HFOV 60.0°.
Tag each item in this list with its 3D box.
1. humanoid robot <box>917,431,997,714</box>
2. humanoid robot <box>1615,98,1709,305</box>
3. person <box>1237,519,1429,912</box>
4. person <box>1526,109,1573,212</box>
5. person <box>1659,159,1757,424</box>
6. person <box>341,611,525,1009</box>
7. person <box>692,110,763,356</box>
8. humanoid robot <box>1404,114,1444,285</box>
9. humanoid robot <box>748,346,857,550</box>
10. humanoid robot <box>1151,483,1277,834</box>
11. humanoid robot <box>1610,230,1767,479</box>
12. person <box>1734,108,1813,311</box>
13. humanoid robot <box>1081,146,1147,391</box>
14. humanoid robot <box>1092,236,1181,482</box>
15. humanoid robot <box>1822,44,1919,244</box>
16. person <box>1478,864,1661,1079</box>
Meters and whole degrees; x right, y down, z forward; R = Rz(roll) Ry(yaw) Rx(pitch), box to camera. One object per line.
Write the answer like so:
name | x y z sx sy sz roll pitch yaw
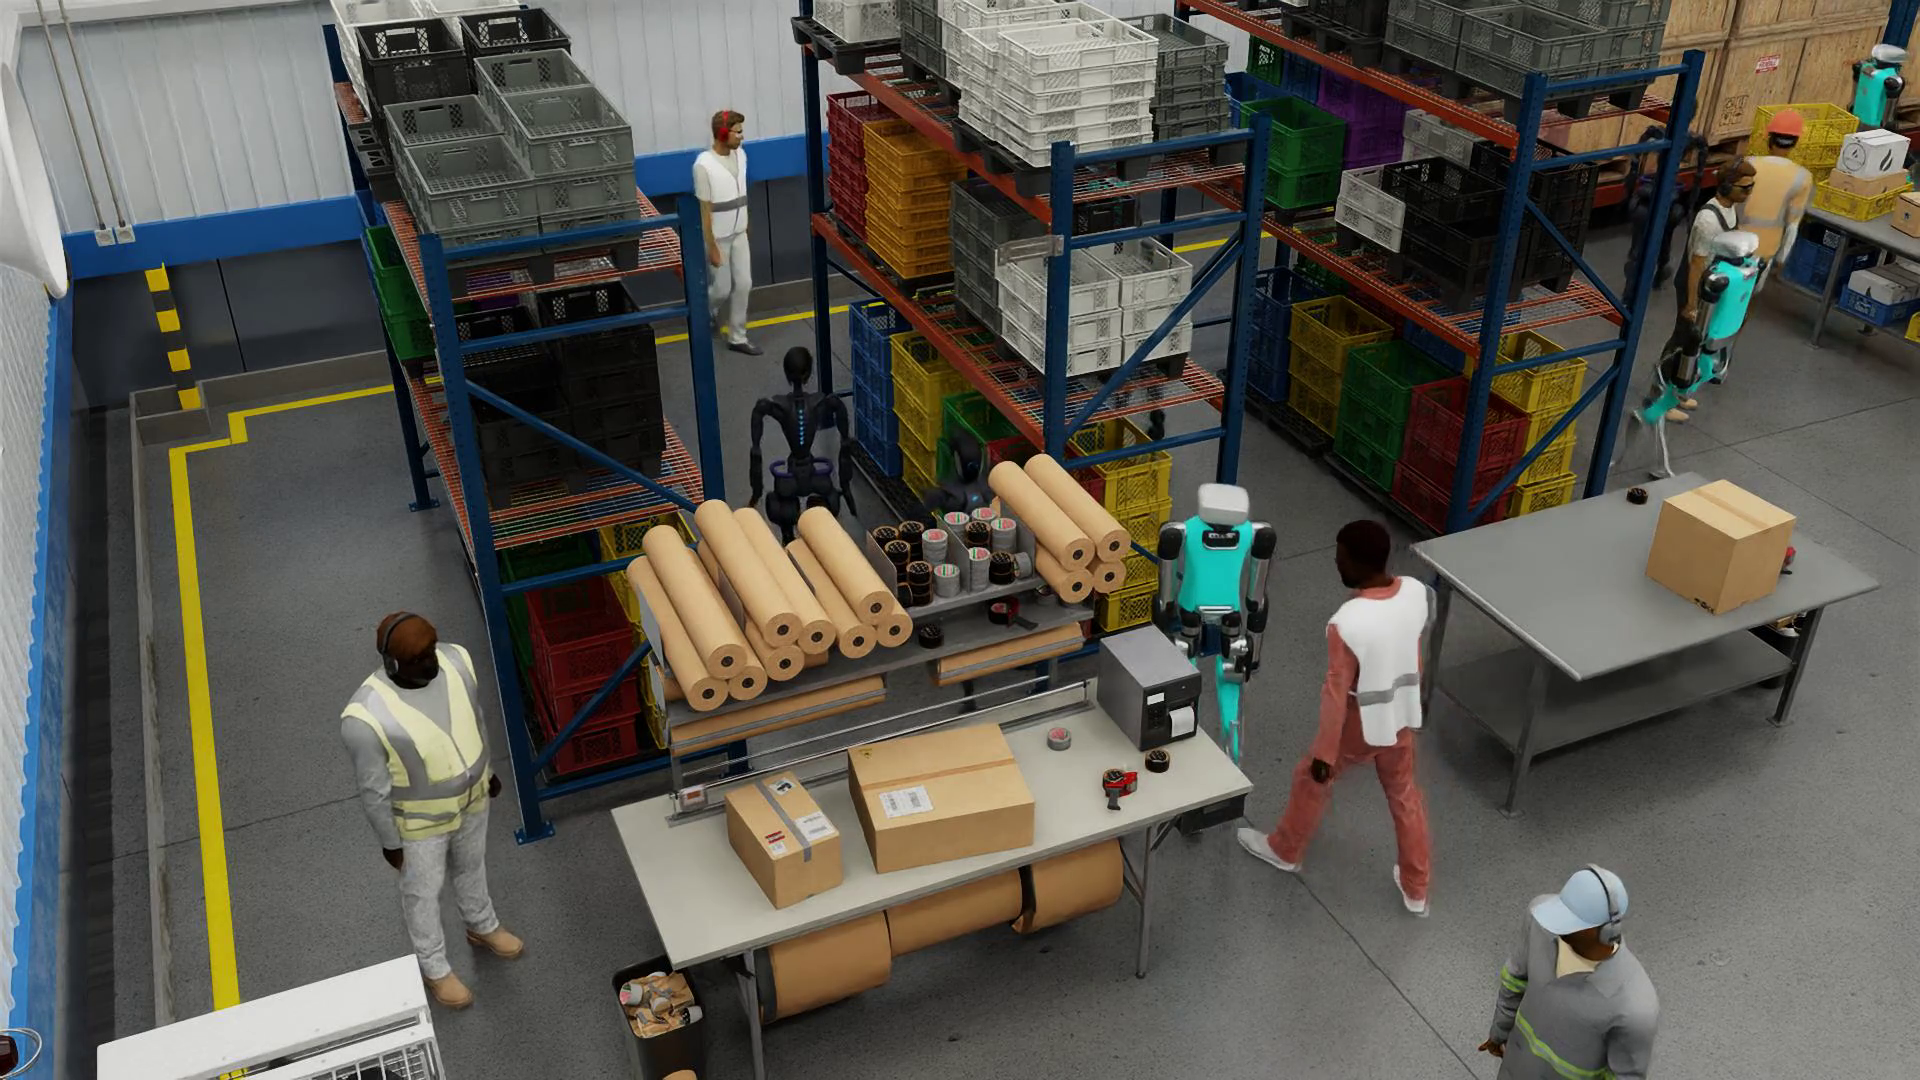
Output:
humanoid robot | 0.017 0.144 8.431 0.614 1.641 0.701 -12 34 -19
humanoid robot | 5.464 -2.678 13.008 0.594 1.626 0.753 20 37 29
person | 1.721 0.757 7.220 0.698 1.858 0.941 -25 39 -34
person | 4.750 -3.012 13.443 0.337 1.759 0.526 27 41 36
person | 4.991 -1.679 11.204 0.340 1.838 0.504 21 37 30
person | -2.104 1.066 6.739 0.430 1.843 0.624 18 36 26
person | -1.728 -2.232 12.124 0.599 1.806 0.599 20 37 29
humanoid robot | 3.424 -2.488 12.660 0.372 1.644 0.611 0 32 -1
humanoid robot | -0.862 -0.244 9.047 0.612 1.634 0.675 -7 32 -11
humanoid robot | 1.142 0.700 7.538 0.538 1.898 0.709 -1 32 -2
humanoid robot | 4.468 -1.102 10.464 0.548 1.899 0.769 -21 38 -31
person | 5.592 -2.068 11.771 0.587 1.906 0.619 11 33 18
humanoid robot | 0.944 -1.974 11.804 0.538 1.796 0.837 -10 33 -16
humanoid robot | 1.130 -1.199 10.599 0.589 1.636 0.678 -17 36 -26
humanoid robot | 7.702 -3.246 13.845 0.821 1.770 0.557 -6 32 -10
person | 1.949 1.796 5.544 0.396 1.850 0.597 -12 34 -18
